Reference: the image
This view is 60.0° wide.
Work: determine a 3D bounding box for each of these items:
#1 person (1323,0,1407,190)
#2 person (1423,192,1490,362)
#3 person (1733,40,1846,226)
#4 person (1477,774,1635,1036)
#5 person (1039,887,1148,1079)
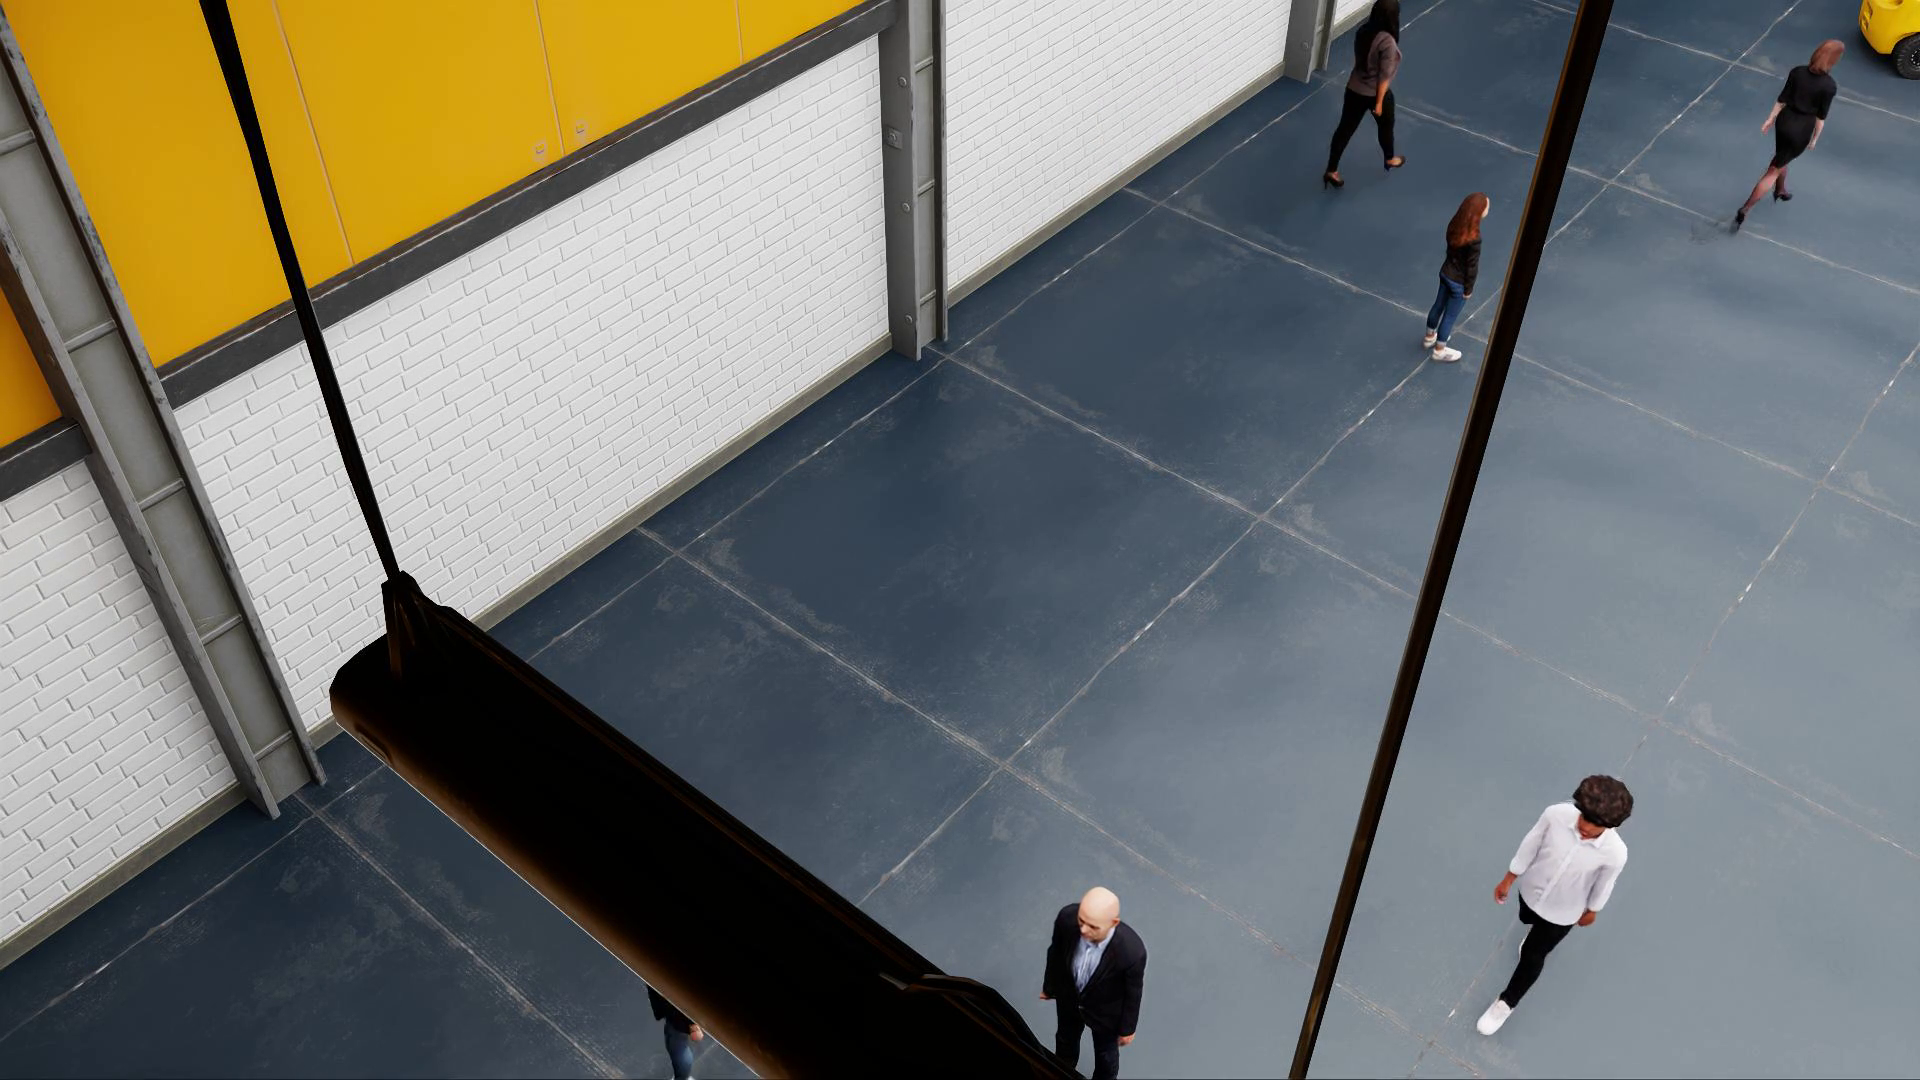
[{"bbox_3d":[3.539,-3.906,14.770,1.184,1.801,0.890,-23,48,-22],"label":"person"},{"bbox_3d":[3.902,-2.088,13.094,0.660,1.481,0.631,-12,45,-12],"label":"person"},{"bbox_3d":[7.152,-3.487,14.437,1.187,1.653,0.864,-26,49,-25],"label":"person"},{"bbox_3d":[3.164,1.805,8.795,1.142,1.774,0.767,-30,51,-28],"label":"person"},{"bbox_3d":[0.655,2.283,8.274,0.703,1.800,0.620,24,48,23],"label":"person"}]
